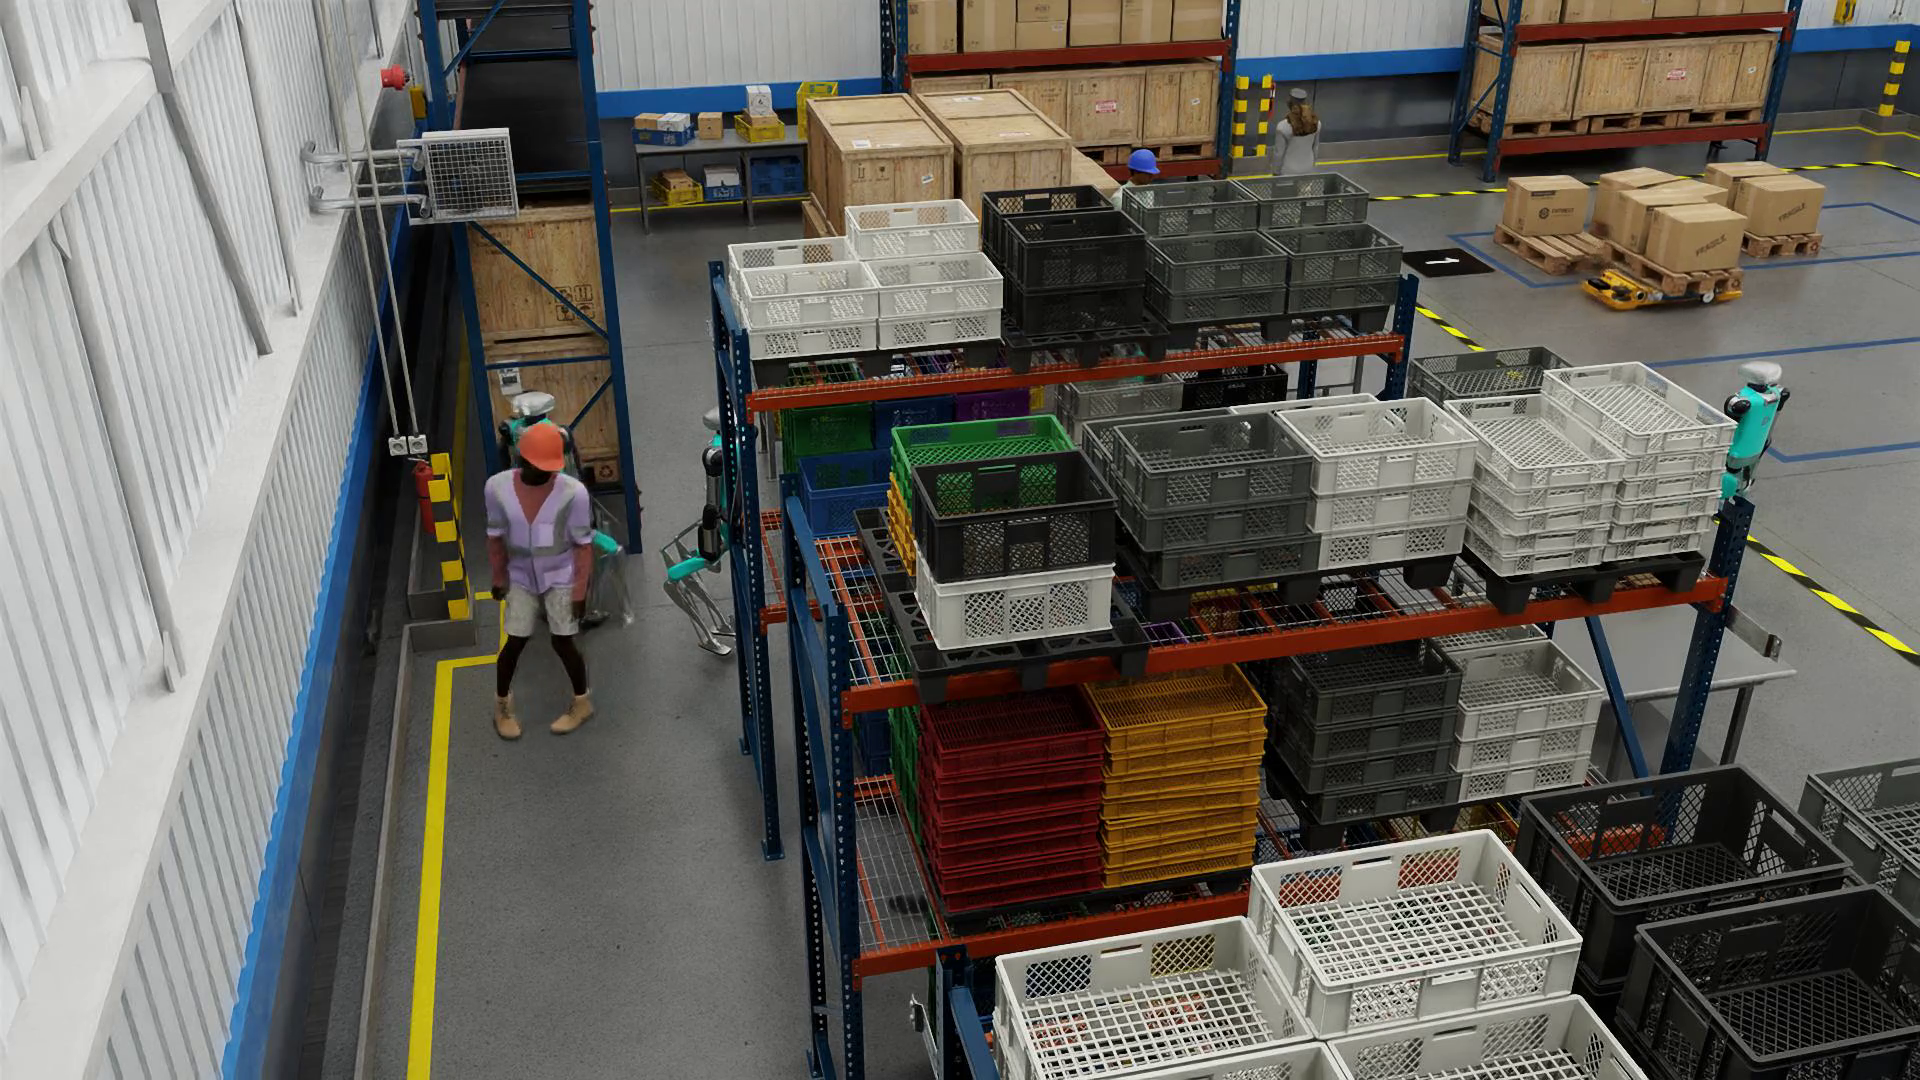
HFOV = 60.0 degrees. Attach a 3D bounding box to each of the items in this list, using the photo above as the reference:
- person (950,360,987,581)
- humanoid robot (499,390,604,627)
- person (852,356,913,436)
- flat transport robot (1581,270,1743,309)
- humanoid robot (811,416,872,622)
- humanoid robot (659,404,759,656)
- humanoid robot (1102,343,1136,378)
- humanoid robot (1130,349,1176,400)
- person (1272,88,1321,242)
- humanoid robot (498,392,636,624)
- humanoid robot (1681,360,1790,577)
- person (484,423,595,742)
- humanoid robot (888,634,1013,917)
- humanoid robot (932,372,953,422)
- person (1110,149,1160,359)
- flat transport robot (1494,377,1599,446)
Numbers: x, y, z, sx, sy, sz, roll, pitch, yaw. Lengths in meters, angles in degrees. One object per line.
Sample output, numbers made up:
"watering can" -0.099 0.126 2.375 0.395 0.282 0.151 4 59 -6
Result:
"person" 0.054 -0.405 11.138 0.403 1.830 0.596 21 34 34
"humanoid robot" -2.684 -0.175 10.873 0.601 1.646 0.405 2 28 4
"person" -0.514 -0.669 11.584 0.582 1.882 0.337 -4 28 -7
"flat transport robot" 7.169 -2.607 16.963 1.431 0.197 0.652 -6 28 -12
"humanoid robot" -0.823 -0.233 10.959 0.599 1.659 0.315 10 29 18
"humanoid robot" -1.631 -0.097 10.510 0.735 1.677 0.533 11 30 19
"humanoid robot" 1.421 -2.080 14.542 0.591 1.622 0.829 -1 28 -2
"humanoid robot" 1.151 -0.737 11.993 0.758 1.883 0.547 -1 28 -1
"person" 3.619 -3.993 18.016 0.562 1.763 0.403 -12 30 -21
"humanoid robot" -2.479 -0.212 10.887 0.606 1.795 0.836 14 31 24
"humanoid robot" 5.040 -0.481 11.244 0.533 1.673 0.735 -15 31 -26
"person" -2.491 0.236 9.738 0.706 2.004 0.421 1 28 2
"humanoid robot" 0.008 1.173 8.359 0.789 1.619 0.588 -3 28 -6
"humanoid robot" -0.270 -0.302 10.999 0.706 1.746 0.531 10 29 18
"person" 1.586 -2.616 15.223 0.413 1.939 0.607 21 35 35
"flat transport robot" 4.780 -1.036 14.013 0.659 0.231 1.431 -6 28 -12
